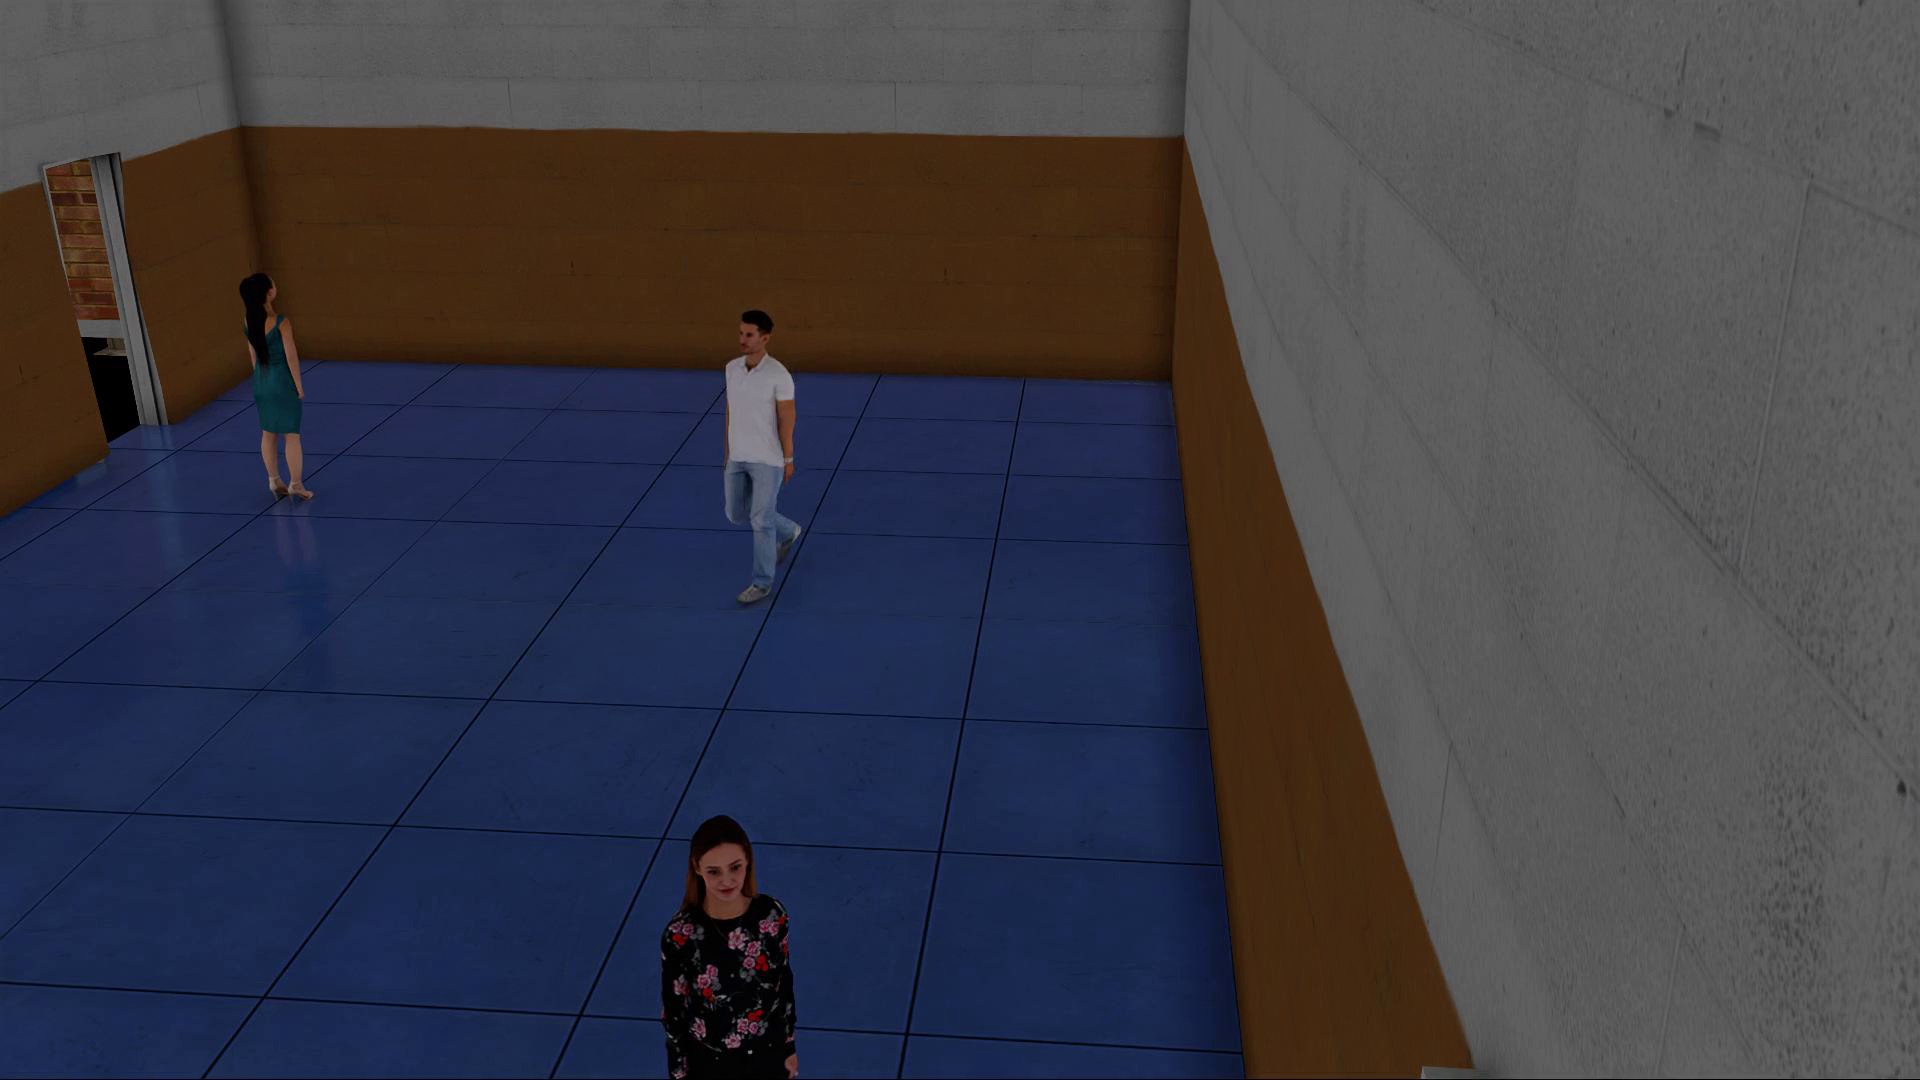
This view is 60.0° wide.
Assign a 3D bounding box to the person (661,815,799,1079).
[{"bbox_3d":[-0.717,1.620,5.251,0.596,1.684,0.710,-9,24,-22],"label":"person"}]

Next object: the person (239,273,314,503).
[{"bbox_3d":[-4.945,-1.095,12.005,0.457,1.686,0.622,5,23,13],"label":"person"}]

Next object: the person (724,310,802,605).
[{"bbox_3d":[-1.225,-0.547,10.427,1.021,1.845,1.023,16,27,34],"label":"person"}]
